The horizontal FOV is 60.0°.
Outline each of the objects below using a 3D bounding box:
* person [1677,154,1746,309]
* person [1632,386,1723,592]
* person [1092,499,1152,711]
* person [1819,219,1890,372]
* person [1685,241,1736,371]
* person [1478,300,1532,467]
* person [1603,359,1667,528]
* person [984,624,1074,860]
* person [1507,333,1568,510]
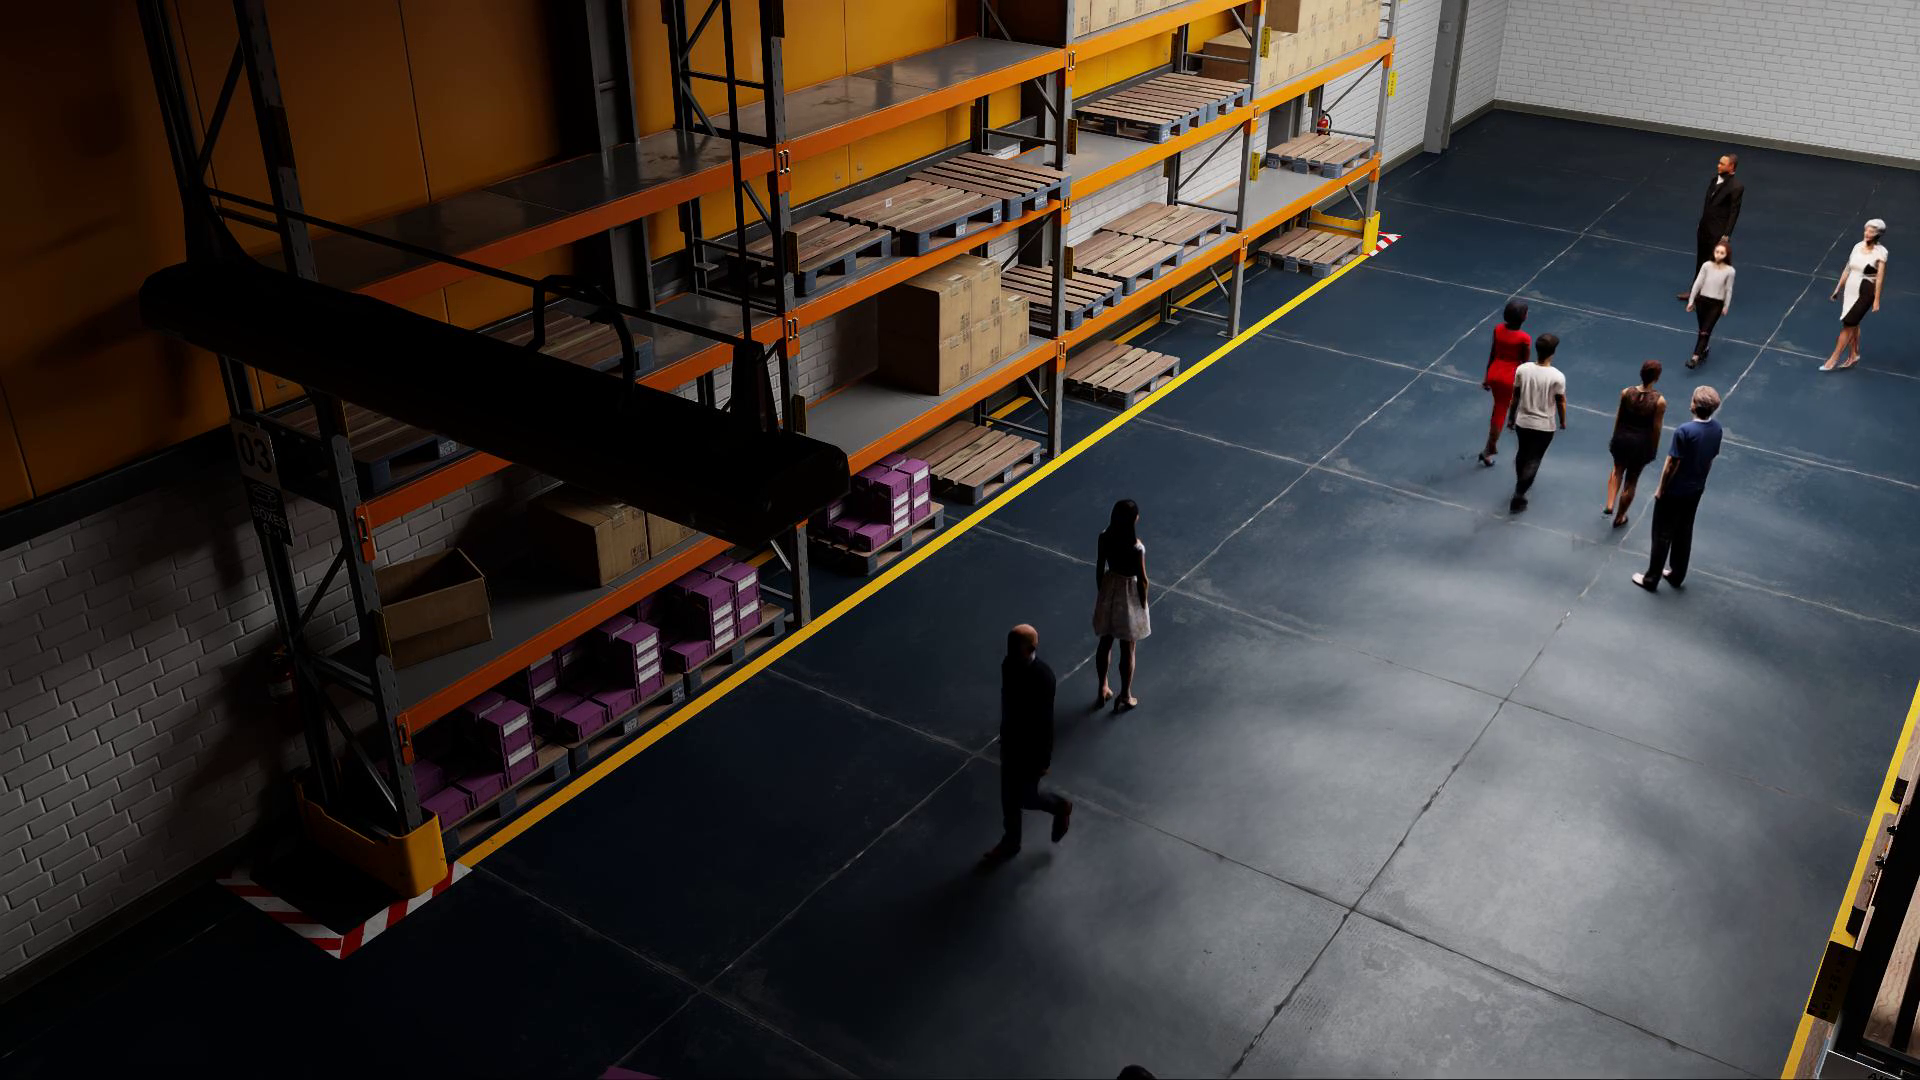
[{"bbox_3d":[9.254,-3.786,20.351,0.850,1.903,0.792,-5,29,-9],"label":"person"},{"bbox_3d":[6.199,-0.432,14.240,0.694,1.866,0.804,-11,30,-19],"label":"person"},{"bbox_3d":[1.222,0.488,12.650,0.636,1.774,0.617,19,34,31],"label":"person"},{"bbox_3d":[10.117,-2.723,18.577,0.977,1.735,0.910,-6,29,-11],"label":"person"},{"bbox_3d":[8.483,-2.667,18.784,0.608,1.438,0.993,22,35,34],"label":"person"},{"bbox_3d":[5.290,-1.511,16.361,0.750,1.730,0.697,-19,34,-31],"label":"person"},{"bbox_3d":[6.130,-0.856,15.227,0.606,1.666,0.628,22,35,34],"label":"person"},{"bbox_3d":[0.494,1.329,11.090,0.999,1.792,0.859,-19,34,-31],"label":"person"},{"bbox_3d":[5.390,-1.089,15.621,0.712,1.697,0.937,23,36,36],"label":"person"}]
